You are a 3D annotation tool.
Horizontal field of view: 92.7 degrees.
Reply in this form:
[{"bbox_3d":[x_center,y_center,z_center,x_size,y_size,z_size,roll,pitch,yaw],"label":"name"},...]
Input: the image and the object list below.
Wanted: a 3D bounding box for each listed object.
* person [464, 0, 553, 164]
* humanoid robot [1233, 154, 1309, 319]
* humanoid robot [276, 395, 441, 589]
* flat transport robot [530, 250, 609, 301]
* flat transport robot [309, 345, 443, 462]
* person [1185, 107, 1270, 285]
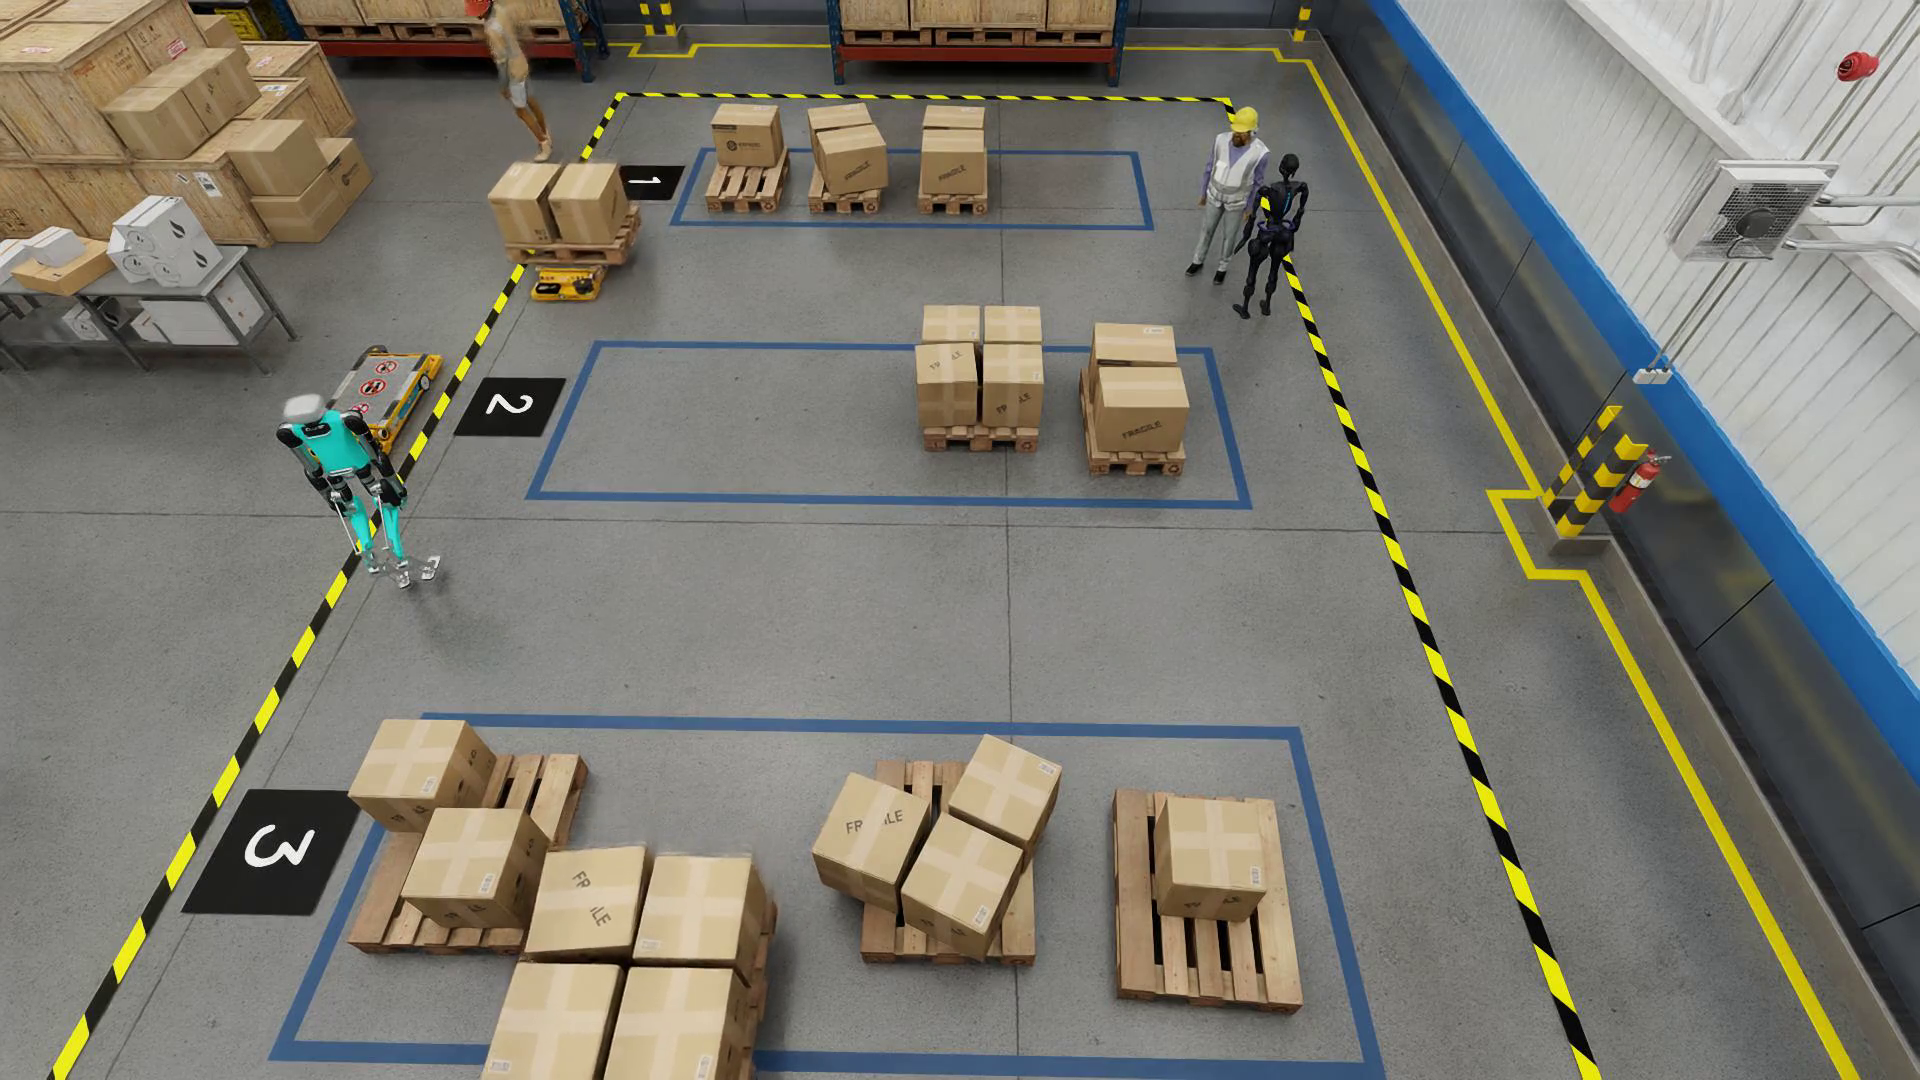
[{"bbox_3d":[-5.370,-5.614,10.999,0.391,1.992,0.761,-7,50,-6],"label":"person"},{"bbox_3d":[3.011,-2.936,8.919,0.599,1.657,0.315,-6,50,-5],"label":"humanoid robot"},{"bbox_3d":[-4.243,-0.207,6.493,0.533,1.676,0.735,-13,51,-11],"label":"humanoid robot"},{"bbox_3d":[-4.139,-3.108,9.978,0.652,0.197,1.431,1,50,1],"label":"flat transport robot"},{"bbox_3d":[-5.383,-1.269,8.441,0.659,0.231,1.431,1,50,1],"label":"flat transport robot"},{"bbox_3d":[2.708,-3.459,9.268,0.590,1.833,0.404,27,55,21],"label":"person"}]
